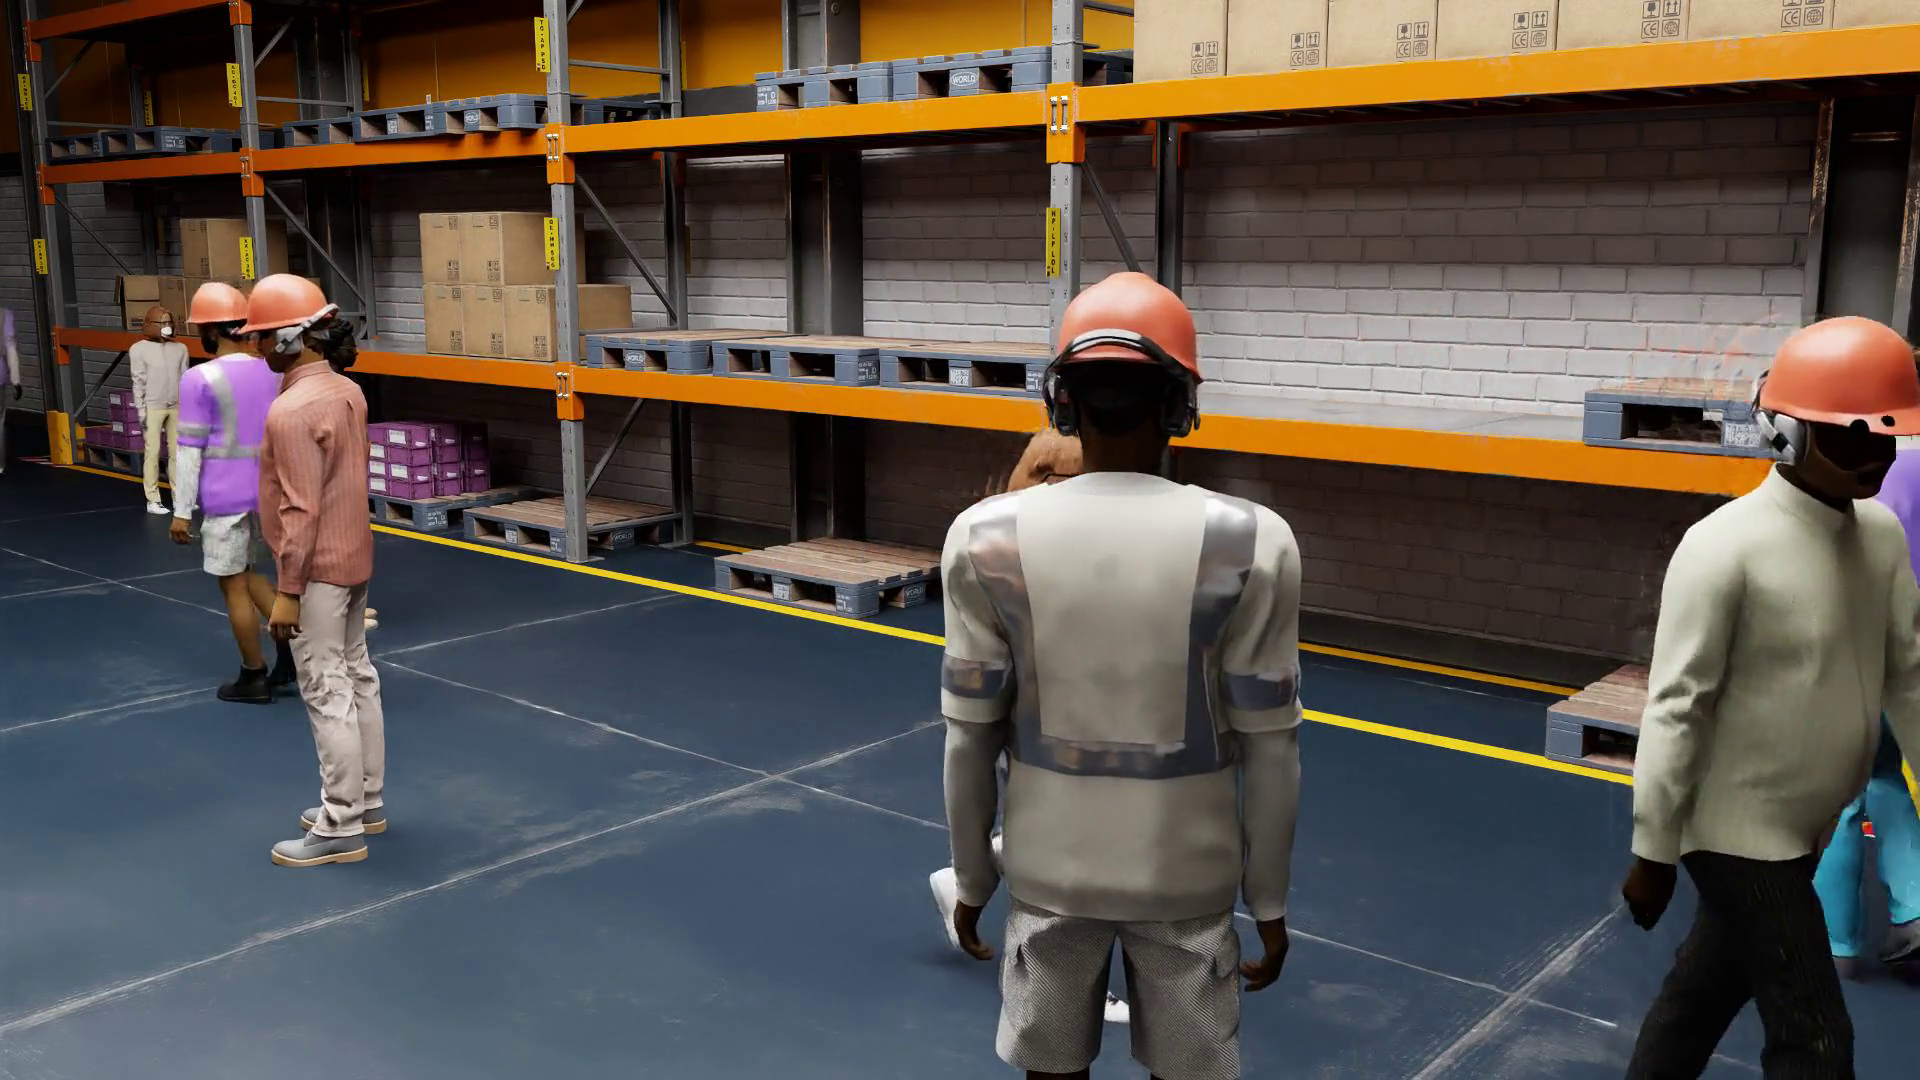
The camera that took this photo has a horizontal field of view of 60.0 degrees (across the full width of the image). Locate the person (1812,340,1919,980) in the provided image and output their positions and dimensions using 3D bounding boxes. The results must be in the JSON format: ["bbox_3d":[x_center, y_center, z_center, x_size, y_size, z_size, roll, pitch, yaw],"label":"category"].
[{"bbox_3d":[2.548,0.353,4.645,0.602,1.831,0.429,-2,10,-13],"label":"person"}]

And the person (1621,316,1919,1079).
[{"bbox_3d":[1.652,0.565,3.137,0.630,1.943,0.981,-8,13,-38],"label":"person"}]

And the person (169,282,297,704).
[{"bbox_3d":[-3.292,-0.194,7.520,0.400,1.922,0.549,3,11,19],"label":"person"}]

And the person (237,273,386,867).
[{"bbox_3d":[-2.184,0.104,5.634,0.389,1.990,0.610,0,10,-2],"label":"person"}]

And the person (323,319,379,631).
[{"bbox_3d":[-3.369,-0.353,9.071,0.313,1.696,0.512,-3,10,-18],"label":"person"}]

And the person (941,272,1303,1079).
[{"bbox_3d":[0.275,0.566,2.879,0.605,2.034,0.389,2,10,12],"label":"person"}]

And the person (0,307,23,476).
[{"bbox_3d":[-8.696,-1.448,14.748,0.612,1.884,0.925,-7,12,-34],"label":"person"}]

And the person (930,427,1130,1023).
[{"bbox_3d":[0.203,0.486,4.542,0.629,1.616,0.504,5,11,26],"label":"person"}]

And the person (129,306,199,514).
[{"bbox_3d":[-6.247,-1.017,13.064,0.282,1.625,0.492,6,12,33],"label":"person"}]
